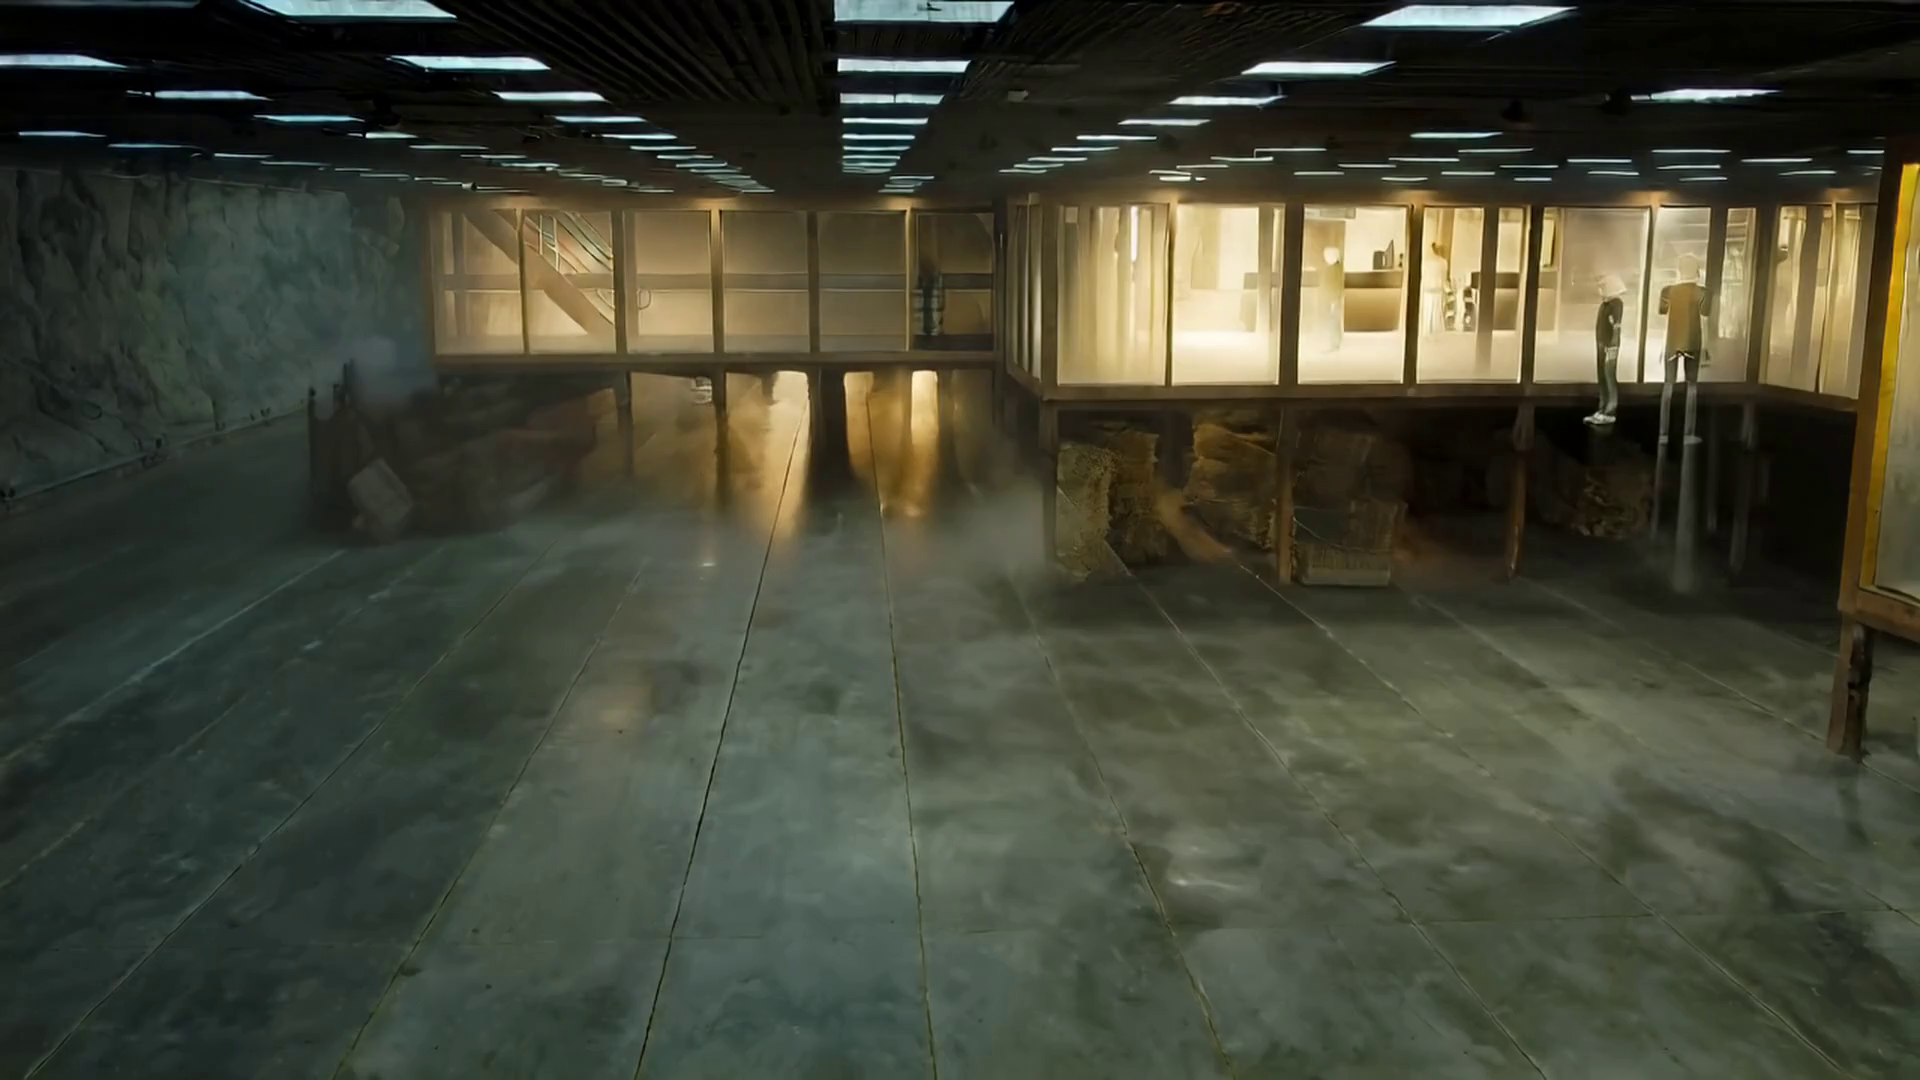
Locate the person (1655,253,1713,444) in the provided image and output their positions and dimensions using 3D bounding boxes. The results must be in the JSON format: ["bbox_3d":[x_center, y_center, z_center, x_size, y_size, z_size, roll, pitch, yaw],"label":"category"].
[{"bbox_3d":[7.134,-1.875,16.396,0.514,1.876,0.328,7,13,34],"label":"person"}]

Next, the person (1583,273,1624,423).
[{"bbox_3d":[7.079,-2.094,18.214,0.279,1.633,0.501,1,11,3],"label":"person"}]
